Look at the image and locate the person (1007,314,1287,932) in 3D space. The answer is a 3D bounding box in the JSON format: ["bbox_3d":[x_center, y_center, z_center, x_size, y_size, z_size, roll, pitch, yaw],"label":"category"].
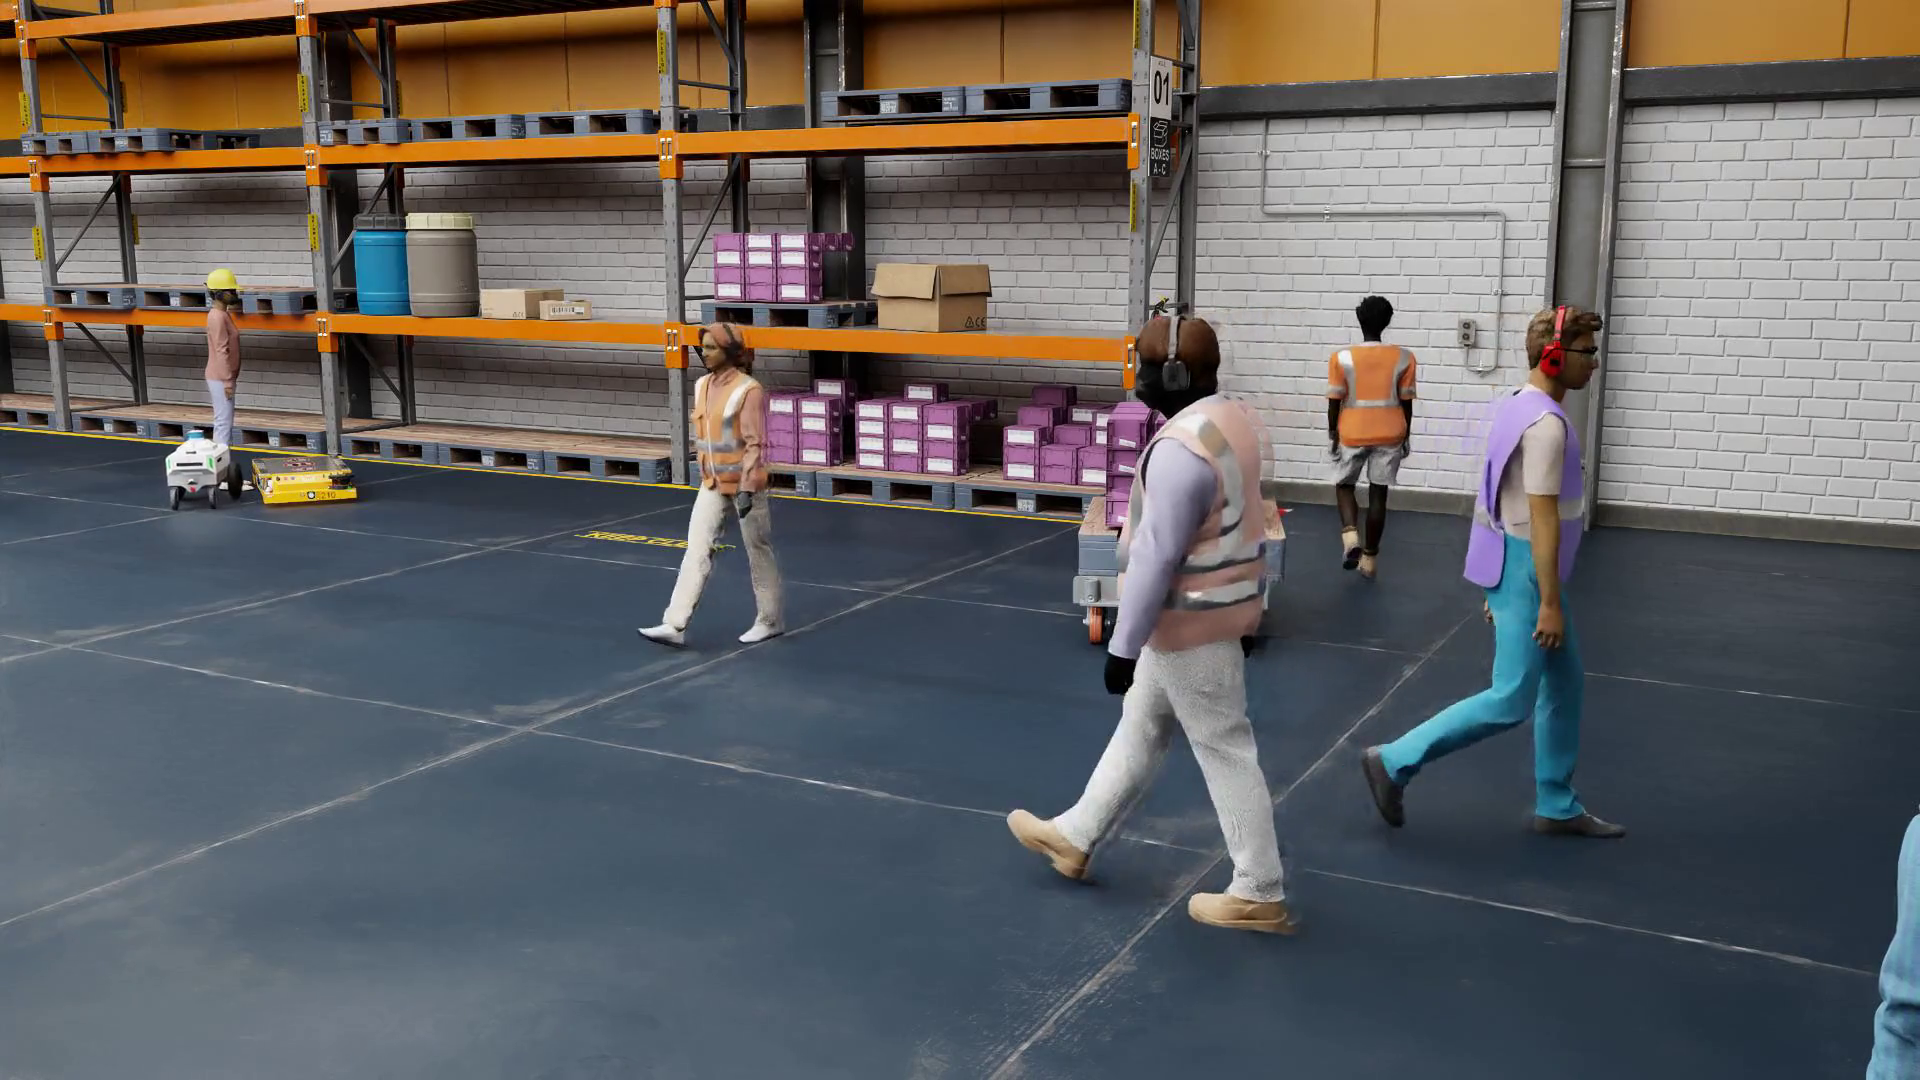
[{"bbox_3d":[0.559,0.245,4.907,0.954,1.791,0.650,4,11,20],"label":"person"}]

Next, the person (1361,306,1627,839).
[{"bbox_3d":[1.807,0.132,5.506,0.809,1.811,0.556,3,11,16],"label":"person"}]

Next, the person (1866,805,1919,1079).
[{"bbox_3d":[1.356,0.852,2.000,0.514,1.641,0.309,3,11,16],"label":"person"}]

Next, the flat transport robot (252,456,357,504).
[{"bbox_3d":[-5.198,-0.495,13.140,0.652,0.197,1.431,-5,11,-26],"label":"flat transport robot"}]

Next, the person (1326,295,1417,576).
[{"bbox_3d":[2.434,-0.606,9.865,0.542,1.681,0.423,1,10,6],"label":"person"}]

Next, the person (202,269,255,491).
[{"bbox_3d":[-5.866,-1.276,13.318,0.326,1.769,0.524,-4,11,-22],"label":"person"}]

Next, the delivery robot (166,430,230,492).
[{"bbox_3d":[-5.780,-0.590,12.627,0.477,0.478,0.707,-3,11,-14],"label":"delivery robot"}]

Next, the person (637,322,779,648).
[{"bbox_3d":[-1.199,-0.246,8.093,0.541,1.599,0.807,9,14,41],"label":"person"}]
